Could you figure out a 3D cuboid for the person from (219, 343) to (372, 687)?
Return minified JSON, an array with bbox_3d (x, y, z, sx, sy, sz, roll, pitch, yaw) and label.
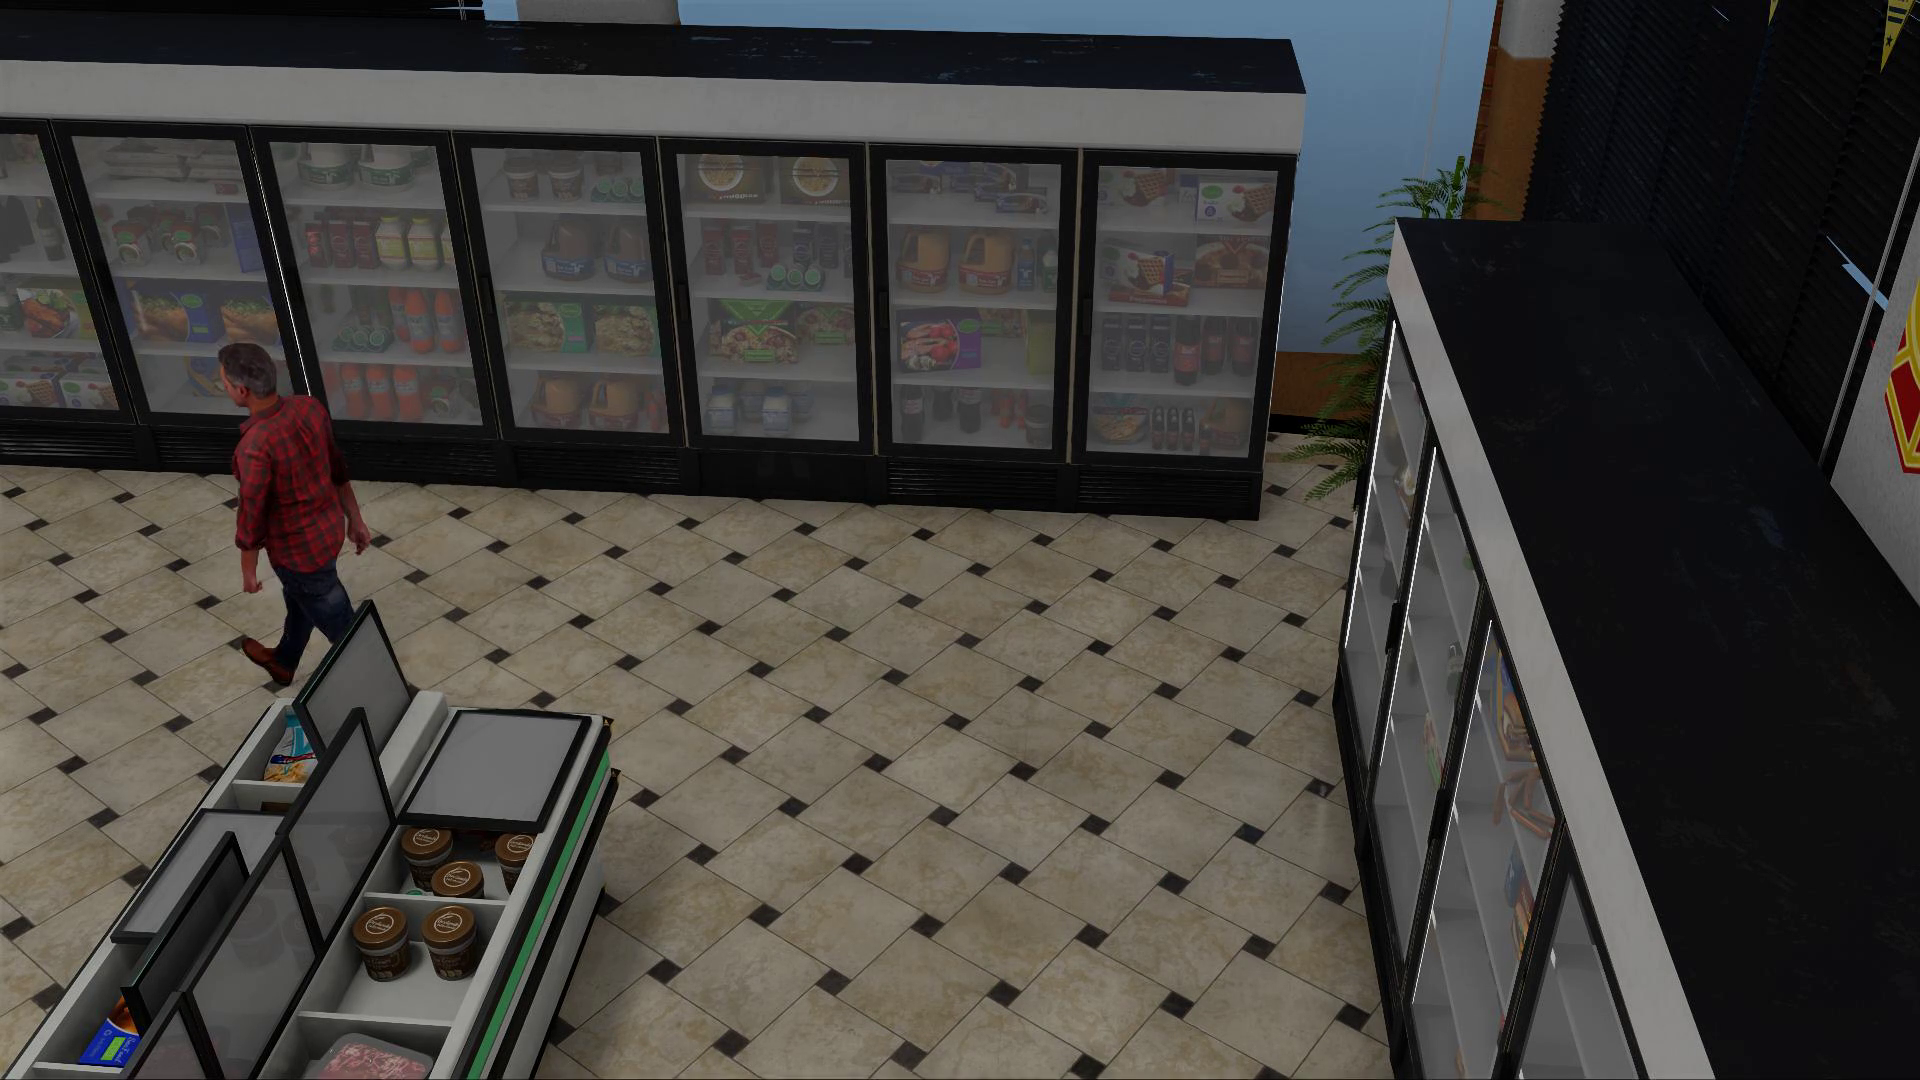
[{"bbox_3d":[-2.626,0.052,6.903,0.900,1.783,1.163,8,33,13],"label":"person"}]
